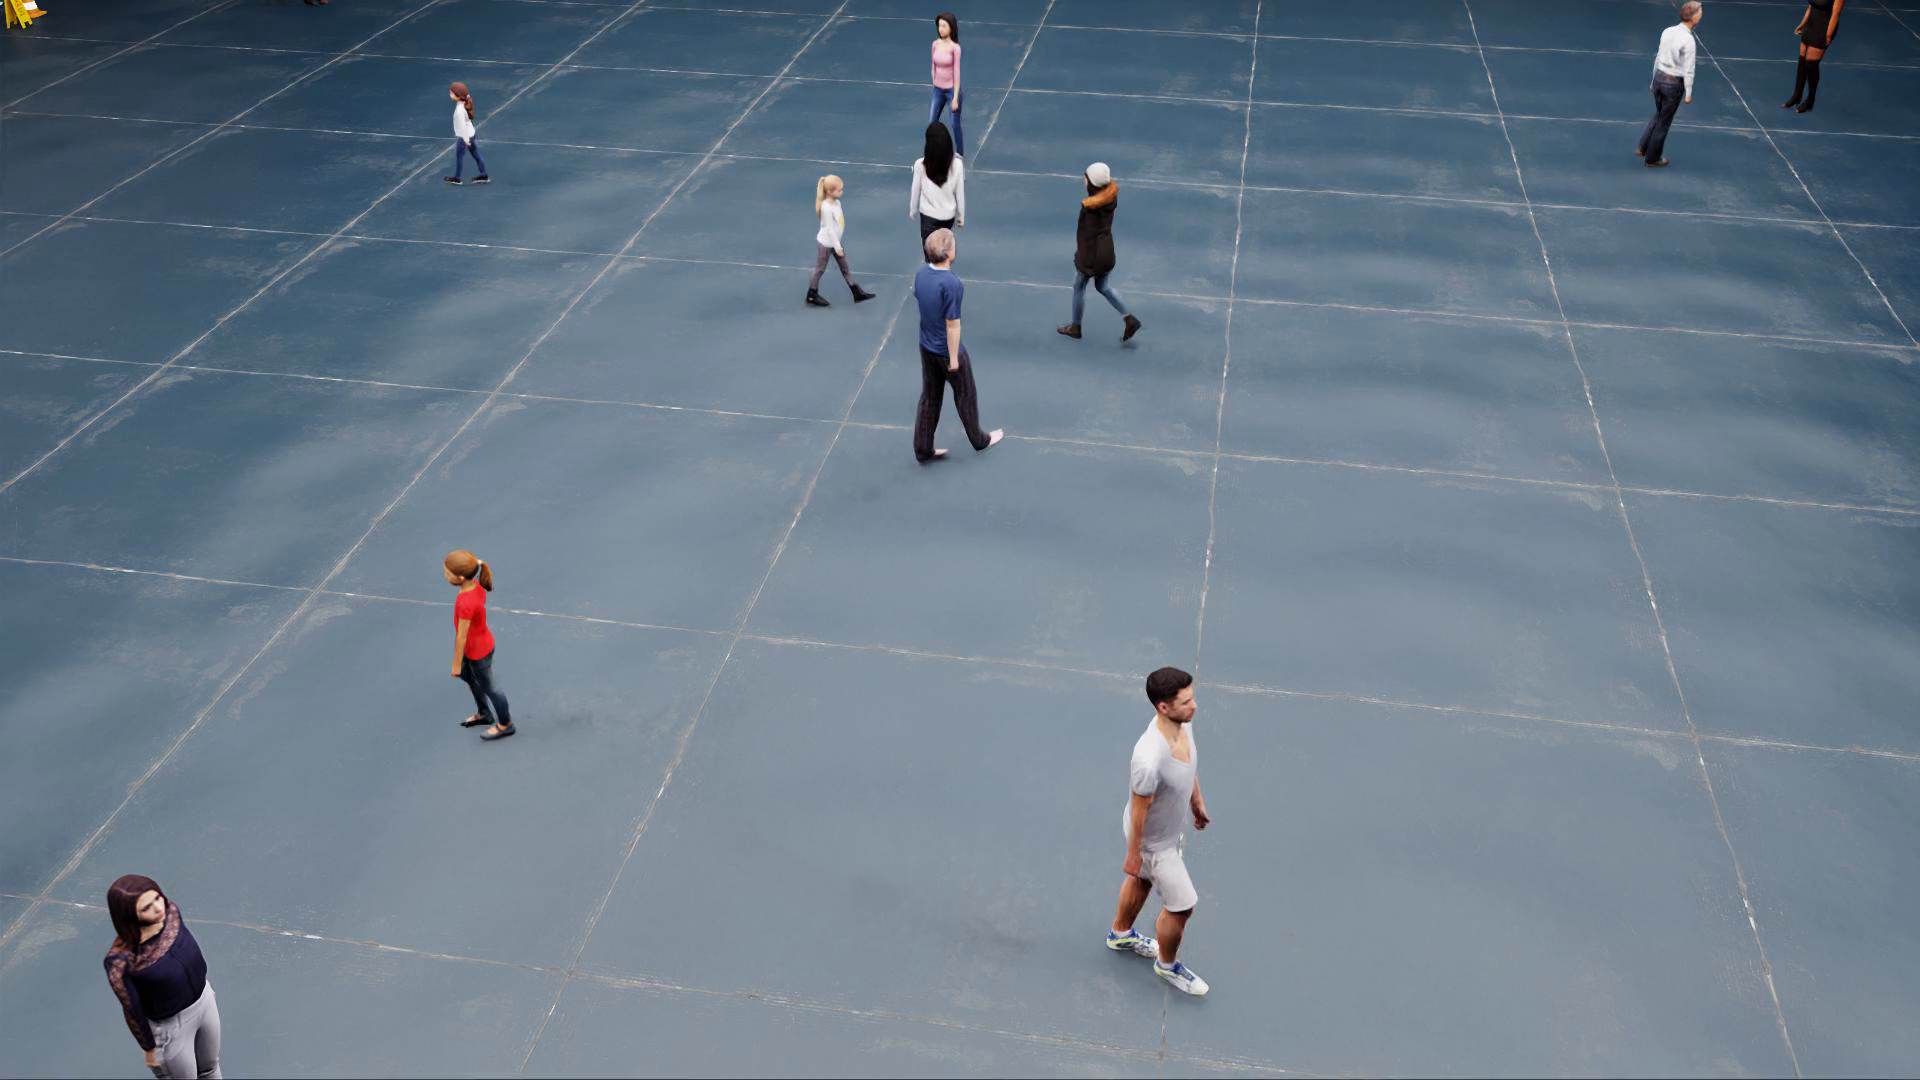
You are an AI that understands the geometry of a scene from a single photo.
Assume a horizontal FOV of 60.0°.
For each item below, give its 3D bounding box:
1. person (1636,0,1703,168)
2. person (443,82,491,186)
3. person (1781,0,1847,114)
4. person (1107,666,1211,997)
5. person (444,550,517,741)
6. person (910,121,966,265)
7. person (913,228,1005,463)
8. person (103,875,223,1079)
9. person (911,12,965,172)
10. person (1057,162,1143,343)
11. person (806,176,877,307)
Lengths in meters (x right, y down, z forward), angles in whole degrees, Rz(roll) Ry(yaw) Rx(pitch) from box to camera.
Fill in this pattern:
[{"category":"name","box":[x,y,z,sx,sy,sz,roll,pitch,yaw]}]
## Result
[{"category":"person","box":[7.657,-4.946,18.082,0.799,1.812,0.789,-10,34,-16]},{"category":"person","box":[-5.236,-4.352,17.814,0.707,1.094,0.508,1,32,1]},{"category":"person","box":[10.253,-6.036,19.772,0.667,1.853,0.710,-1,32,-2]},{"category":"person","box":[0.863,1.359,8.065,0.897,1.836,0.797,13,34,19]},{"category":"person","box":[-2.756,0.624,9.732,0.654,1.302,0.585,-6,33,-10]},{"category":"person","box":[-0.178,-2.860,14.915,1.131,1.664,0.985,-9,33,-14]},{"category":"person","box":[-0.197,-1.402,12.429,1.060,1.849,1.022,-23,39,-32]},{"category":"person","box":[-3.352,2.067,7.157,0.526,1.607,0.596,5,33,7]},{"category":"person","box":[-0.082,-4.844,18.017,1.101,1.709,0.994,22,38,31]},{"category":"person","box":[1.235,-2.440,14.297,1.084,1.612,0.858,18,36,25]},{"category":"person","box":[-1.242,-2.681,15.021,0.892,1.248,0.548,8,33,12]}]
